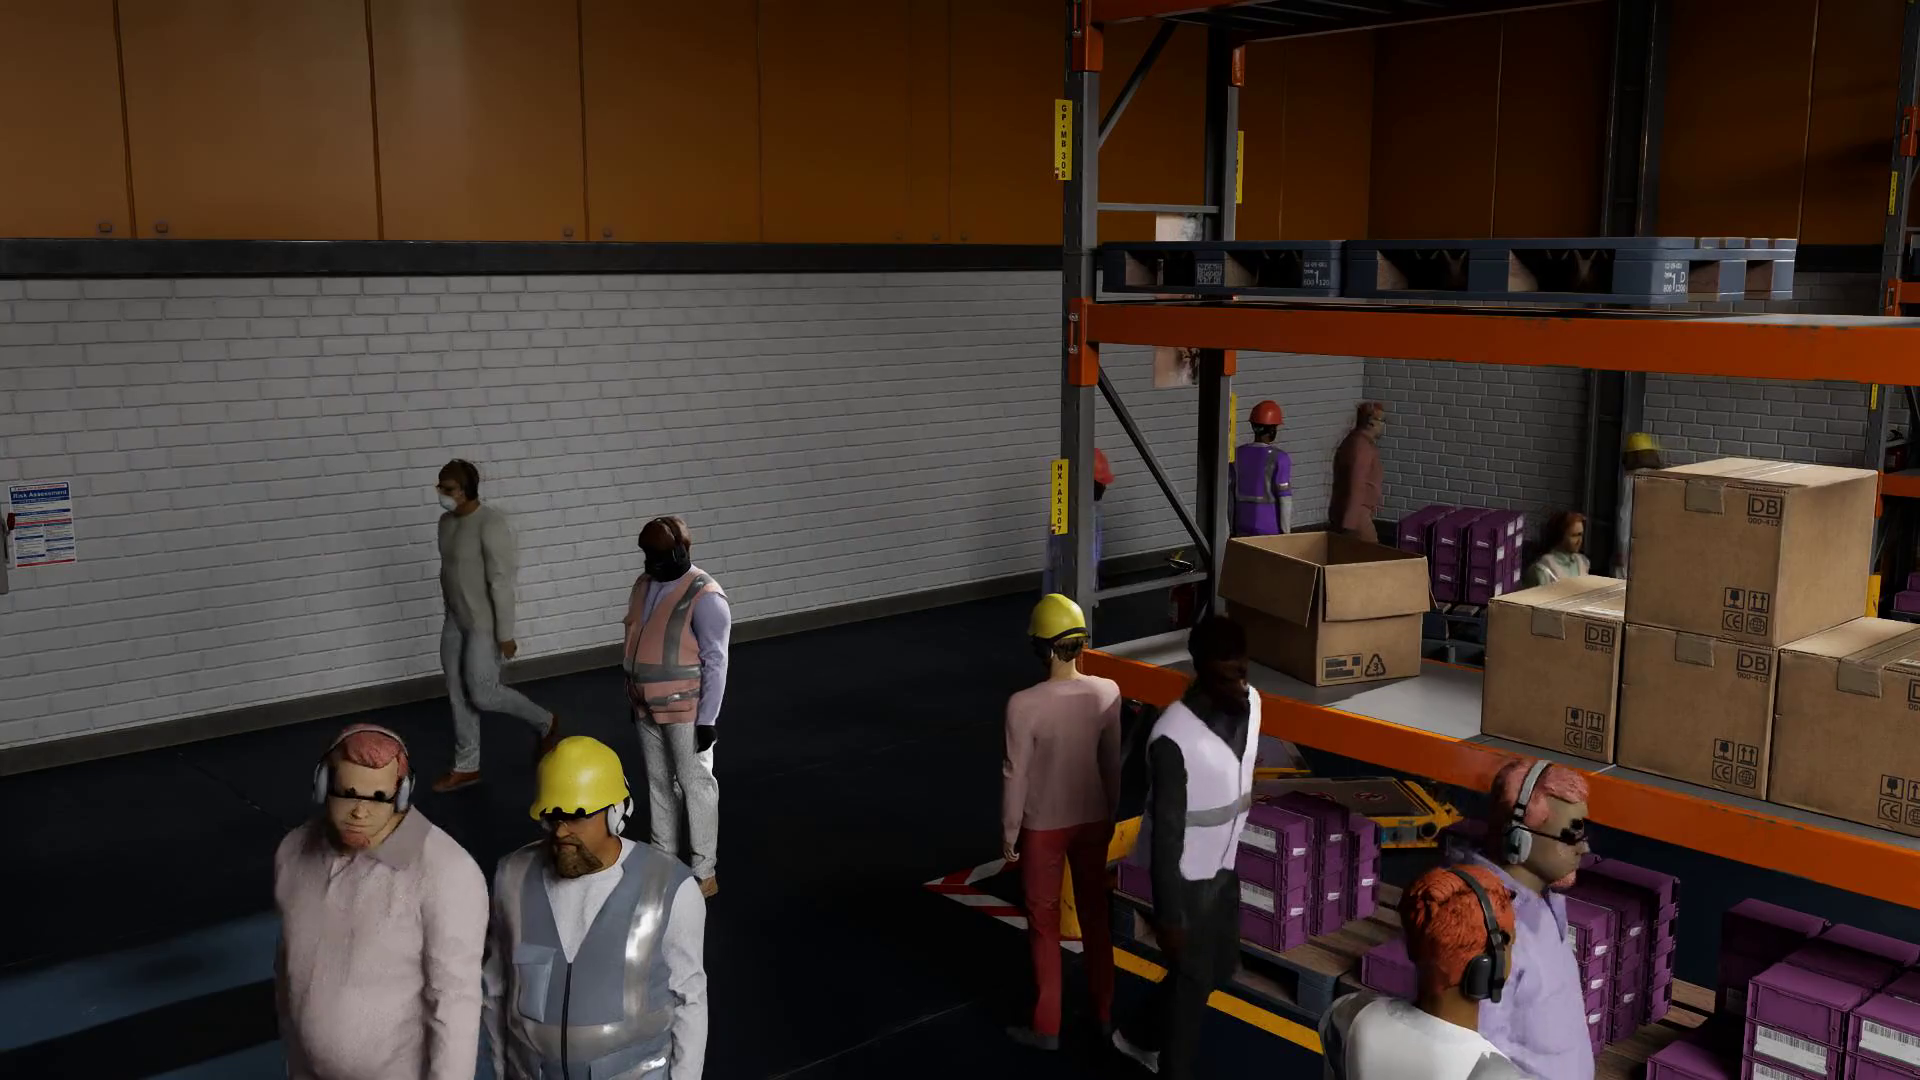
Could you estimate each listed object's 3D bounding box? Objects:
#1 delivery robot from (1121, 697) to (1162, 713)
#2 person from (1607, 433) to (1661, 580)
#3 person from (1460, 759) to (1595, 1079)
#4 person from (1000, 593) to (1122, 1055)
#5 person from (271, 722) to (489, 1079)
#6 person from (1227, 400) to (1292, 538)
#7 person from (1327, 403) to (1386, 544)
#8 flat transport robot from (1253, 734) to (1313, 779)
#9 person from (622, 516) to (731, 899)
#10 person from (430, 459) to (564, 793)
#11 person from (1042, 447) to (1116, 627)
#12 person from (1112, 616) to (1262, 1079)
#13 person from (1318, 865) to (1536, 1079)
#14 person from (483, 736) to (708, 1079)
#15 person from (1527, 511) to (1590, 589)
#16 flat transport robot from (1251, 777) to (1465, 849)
[{"bbox_3d":[1.254,0.876,10.821,0.477,0.478,0.707,5,11,25],"label":"delivery robot"},{"bbox_3d":[5.082,0.060,12.462,0.522,1.709,0.474,-6,11,-30],"label":"person"},{"bbox_3d":[1.287,1.428,3.974,0.434,1.884,0.664,5,11,26],"label":"person"},{"bbox_3d":[0.386,1.078,6.396,0.527,1.761,0.347,-5,11,-29],"label":"person"},{"bbox_3d":[-1.554,1.407,4.145,0.673,1.866,0.797,3,10,19],"label":"person"},{"bbox_3d":[2.300,-0.103,12.794,0.575,1.937,0.413,9,13,42],"label":"person"},{"bbox_3d":[3.282,-0.168,13.380,0.950,1.856,0.656,-1,10,-3],"label":"person"},{"bbox_3d":[1.606,1.257,9.691,0.652,0.197,1.431,0,10,1],"label":"flat transport robot"},{"bbox_3d":[-1.357,0.795,7.824,0.621,1.838,0.429,9,13,42],"label":"person"},{"bbox_3d":[-2.693,0.469,9.515,0.706,1.917,0.632,-9,13,-44],"label":"person"},{"bbox_3d":[0.709,0.384,10.041,0.541,1.912,0.554,4,11,24],"label":"person"},{"bbox_3d":[0.753,1.135,5.730,0.636,1.871,0.656,7,12,37],"label":"person"},{"bbox_3d":[0.944,1.548,3.277,0.352,1.882,0.576,-6,11,-32],"label":"person"},{"bbox_3d":[-0.954,1.395,4.322,0.594,1.832,0.404,1,10,7],"label":"person"},{"bbox_3d":[3.427,0.619,9.572,0.533,1.588,0.878,-6,11,-31],"label":"person"},{"bbox_3d":[1.920,1.432,8.668,1.431,0.197,0.652,-1,10,-4],"label":"flat transport robot"}]
